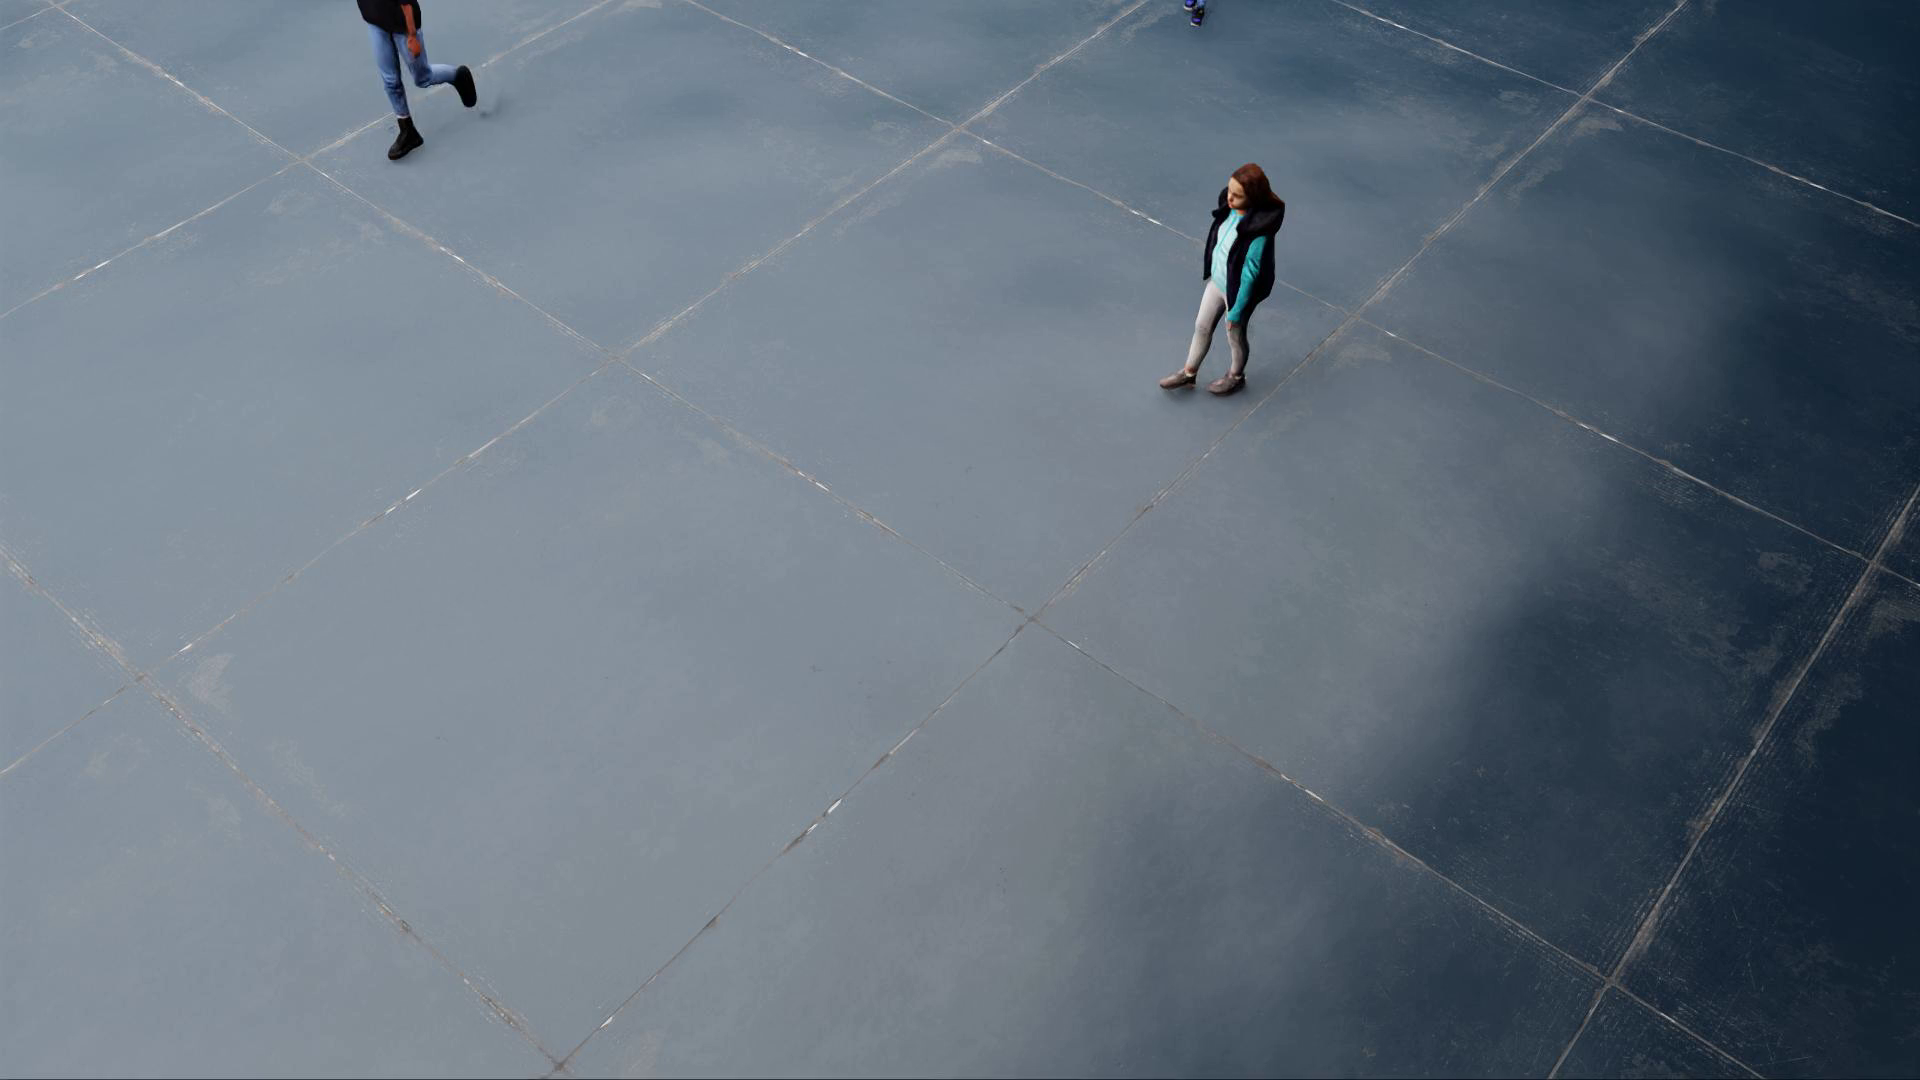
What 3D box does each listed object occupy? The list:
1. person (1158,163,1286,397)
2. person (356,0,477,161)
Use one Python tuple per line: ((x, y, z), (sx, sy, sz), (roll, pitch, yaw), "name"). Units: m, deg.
((1.491, -1.353, 8.682), (0.881, 1.491, 0.770), (-17, 49, -15), "person")
((-3.423, -3.192, 10.253), (0.707, 1.681, 1.005), (21, 51, 18), "person")
